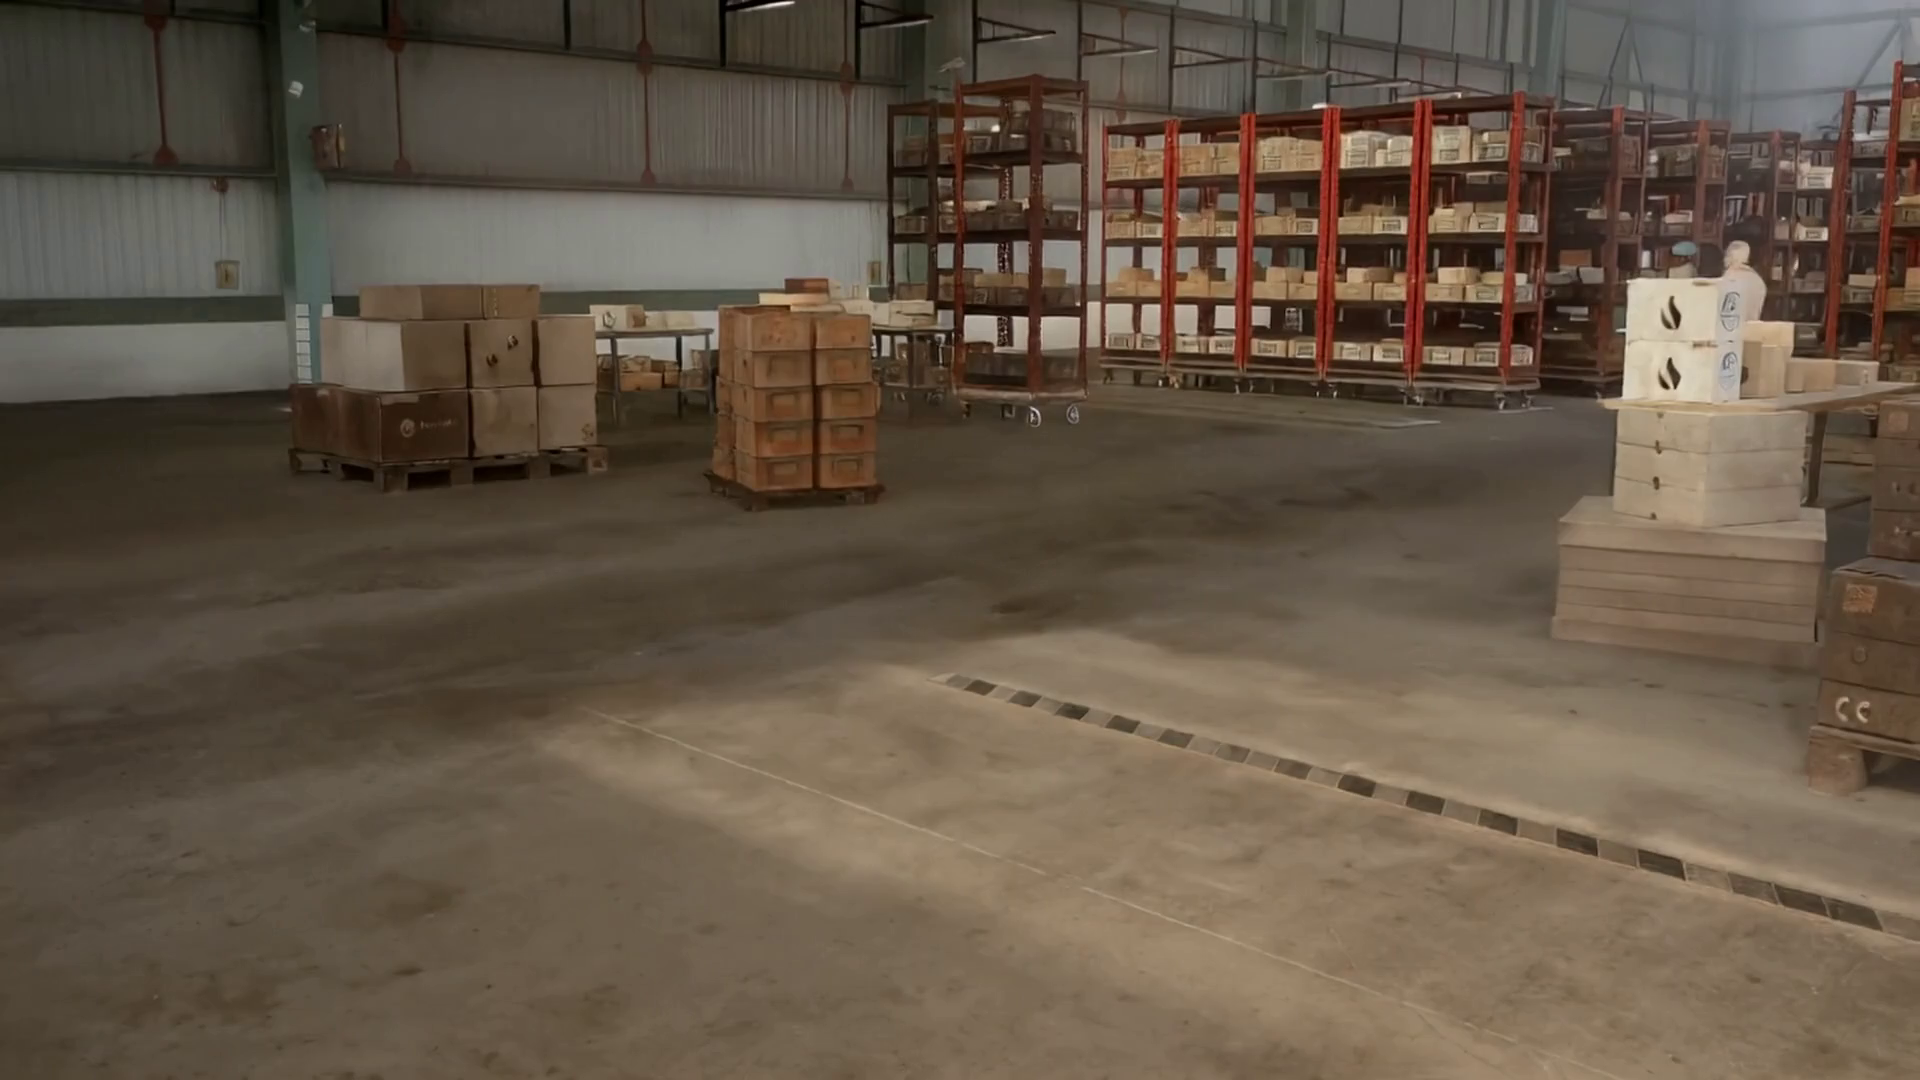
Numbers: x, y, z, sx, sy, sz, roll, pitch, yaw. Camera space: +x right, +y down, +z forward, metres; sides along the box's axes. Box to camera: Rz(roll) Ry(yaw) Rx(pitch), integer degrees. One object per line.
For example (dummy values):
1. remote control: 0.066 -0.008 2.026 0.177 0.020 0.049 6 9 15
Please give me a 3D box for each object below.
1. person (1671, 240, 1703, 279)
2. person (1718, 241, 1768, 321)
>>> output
1. person: 9.468 -2.922 21.838 0.378 1.996 0.611 -1 10 -7
2. person: 6.885 -1.708 14.906 0.673 1.909 0.560 -6 11 -32
